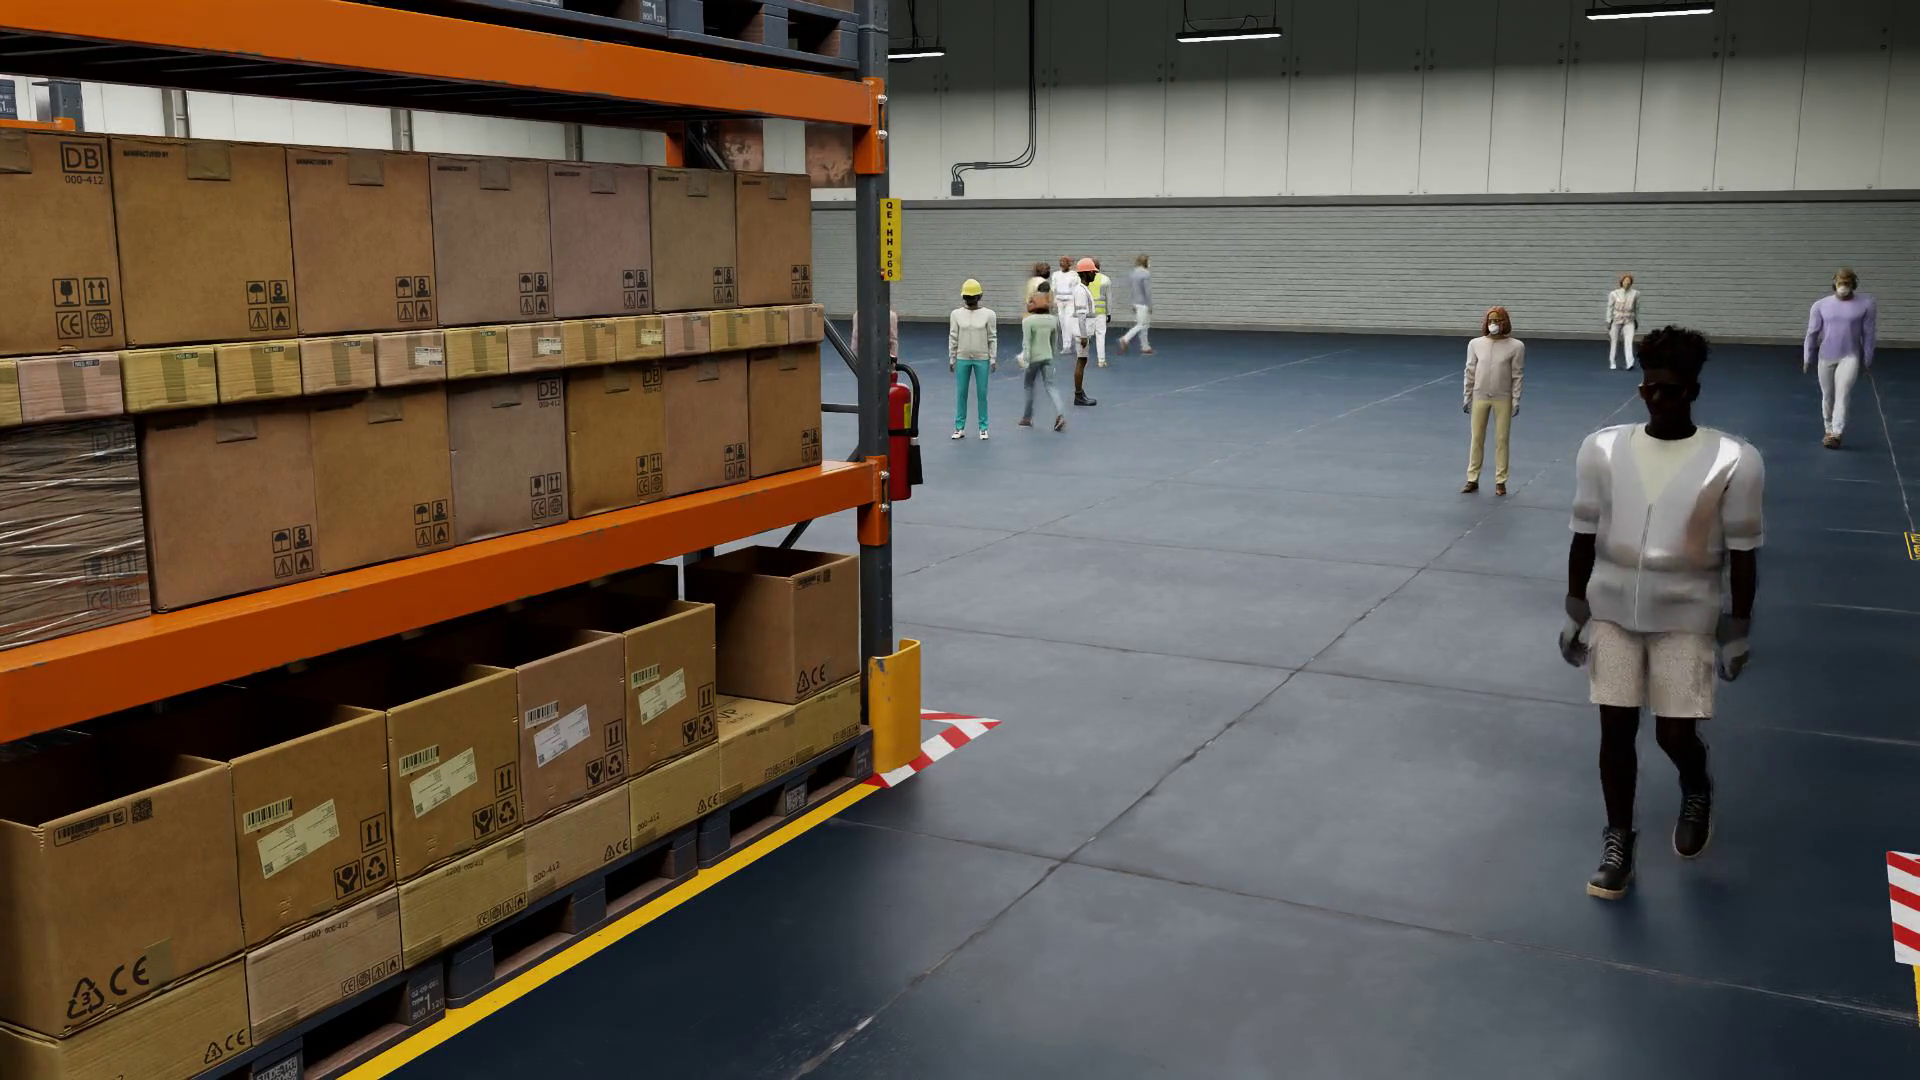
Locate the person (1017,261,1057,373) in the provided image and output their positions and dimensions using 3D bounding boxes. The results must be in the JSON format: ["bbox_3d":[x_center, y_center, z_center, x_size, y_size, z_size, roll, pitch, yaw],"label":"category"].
[{"bbox_3d":[1.270,-3.611,27.031,0.634,1.820,0.637,-2,11,-11],"label":"person"}]

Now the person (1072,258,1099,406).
[{"bbox_3d":[1.657,-2.750,22.011,0.354,1.942,0.545,1,10,6],"label":"person"}]

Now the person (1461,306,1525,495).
[{"bbox_3d":[4.616,-1.205,14.428,0.500,1.633,0.280,6,12,29],"label":"person"}]

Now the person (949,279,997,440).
[{"bbox_3d":[0.138,-1.976,18.286,0.531,1.760,0.332,2,11,9],"label":"person"}]

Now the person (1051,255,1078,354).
[{"bbox_3d":[1.955,-4.427,31.368,0.583,1.860,0.707,6,12,31],"label":"person"}]

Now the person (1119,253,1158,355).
[{"bbox_3d":[3.350,-4.410,31.127,0.744,1.925,0.639,-3,11,-15],"label":"person"}]

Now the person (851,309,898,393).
[{"bbox_3d":[-0.943,-2.048,18.674,0.542,1.750,0.579,3,11,15],"label":"person"}]

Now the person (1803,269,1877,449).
[{"bbox_3d":[9.344,-1.927,17.700,0.649,1.887,1.037,8,13,36],"label":"person"}]

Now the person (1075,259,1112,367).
[{"bbox_3d":[2.279,-3.875,28.419,0.636,1.841,0.429,2,11,9],"label":"person"}]

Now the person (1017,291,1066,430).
[{"bbox_3d":[0.956,-2.075,19.252,0.516,1.602,0.807,-6,12,-31],"label":"person"}]

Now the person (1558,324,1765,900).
[{"bbox_3d":[2.387,0.240,5.681,0.618,1.953,0.552,9,13,39],"label":"person"}]

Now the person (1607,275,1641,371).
[{"bbox_3d":[11.033,-3.612,27.665,0.539,1.590,0.877,2,11,11],"label":"person"}]
